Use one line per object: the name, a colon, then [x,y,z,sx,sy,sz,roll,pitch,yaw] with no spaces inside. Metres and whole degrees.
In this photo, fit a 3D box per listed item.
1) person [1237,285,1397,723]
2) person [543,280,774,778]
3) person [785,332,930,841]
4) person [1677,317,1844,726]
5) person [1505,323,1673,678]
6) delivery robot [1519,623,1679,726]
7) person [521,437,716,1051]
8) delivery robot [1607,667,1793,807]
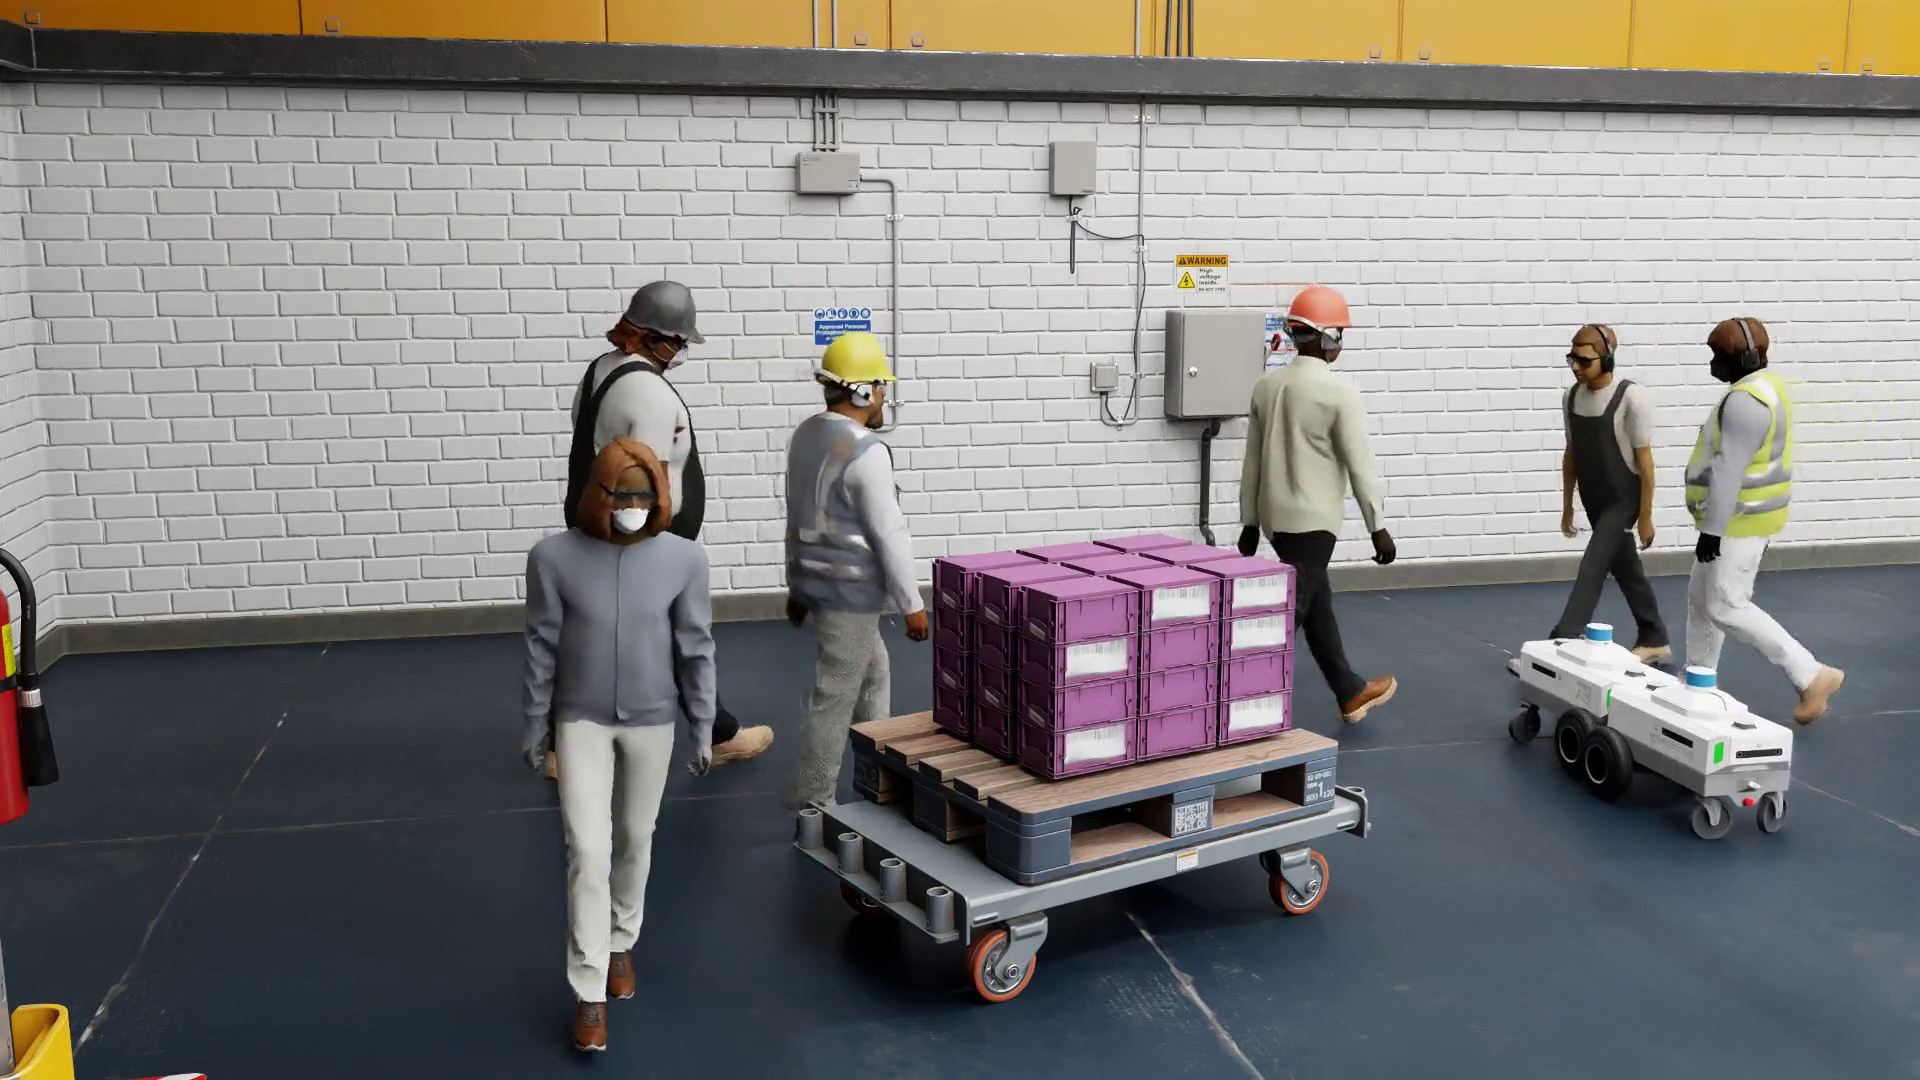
person: [1.507,-0.087,6.994,1.048,1.936,0.619,-5,11,-25]
person: [-1.215,-0.064,6.582,0.950,2.000,0.684,-8,13,-38]
person: [-0.307,0.167,5.968,0.762,1.804,0.609,-5,12,-28]
person: [3.488,-0.074,7.306,0.750,1.810,0.634,6,12,29]
person: [3.108,-0.171,8.025,1.111,1.749,0.520,-4,11,-20]
delivery robot: [2.616,0.586,6.841,0.477,0.478,0.707,-2,10,-11]
person: [-0.901,0.531,4.469,0.518,1.601,0.724,-4,11,-19]
delivery robot: [2.720,0.713,6.138,0.477,0.478,0.707,-2,10,-11]
